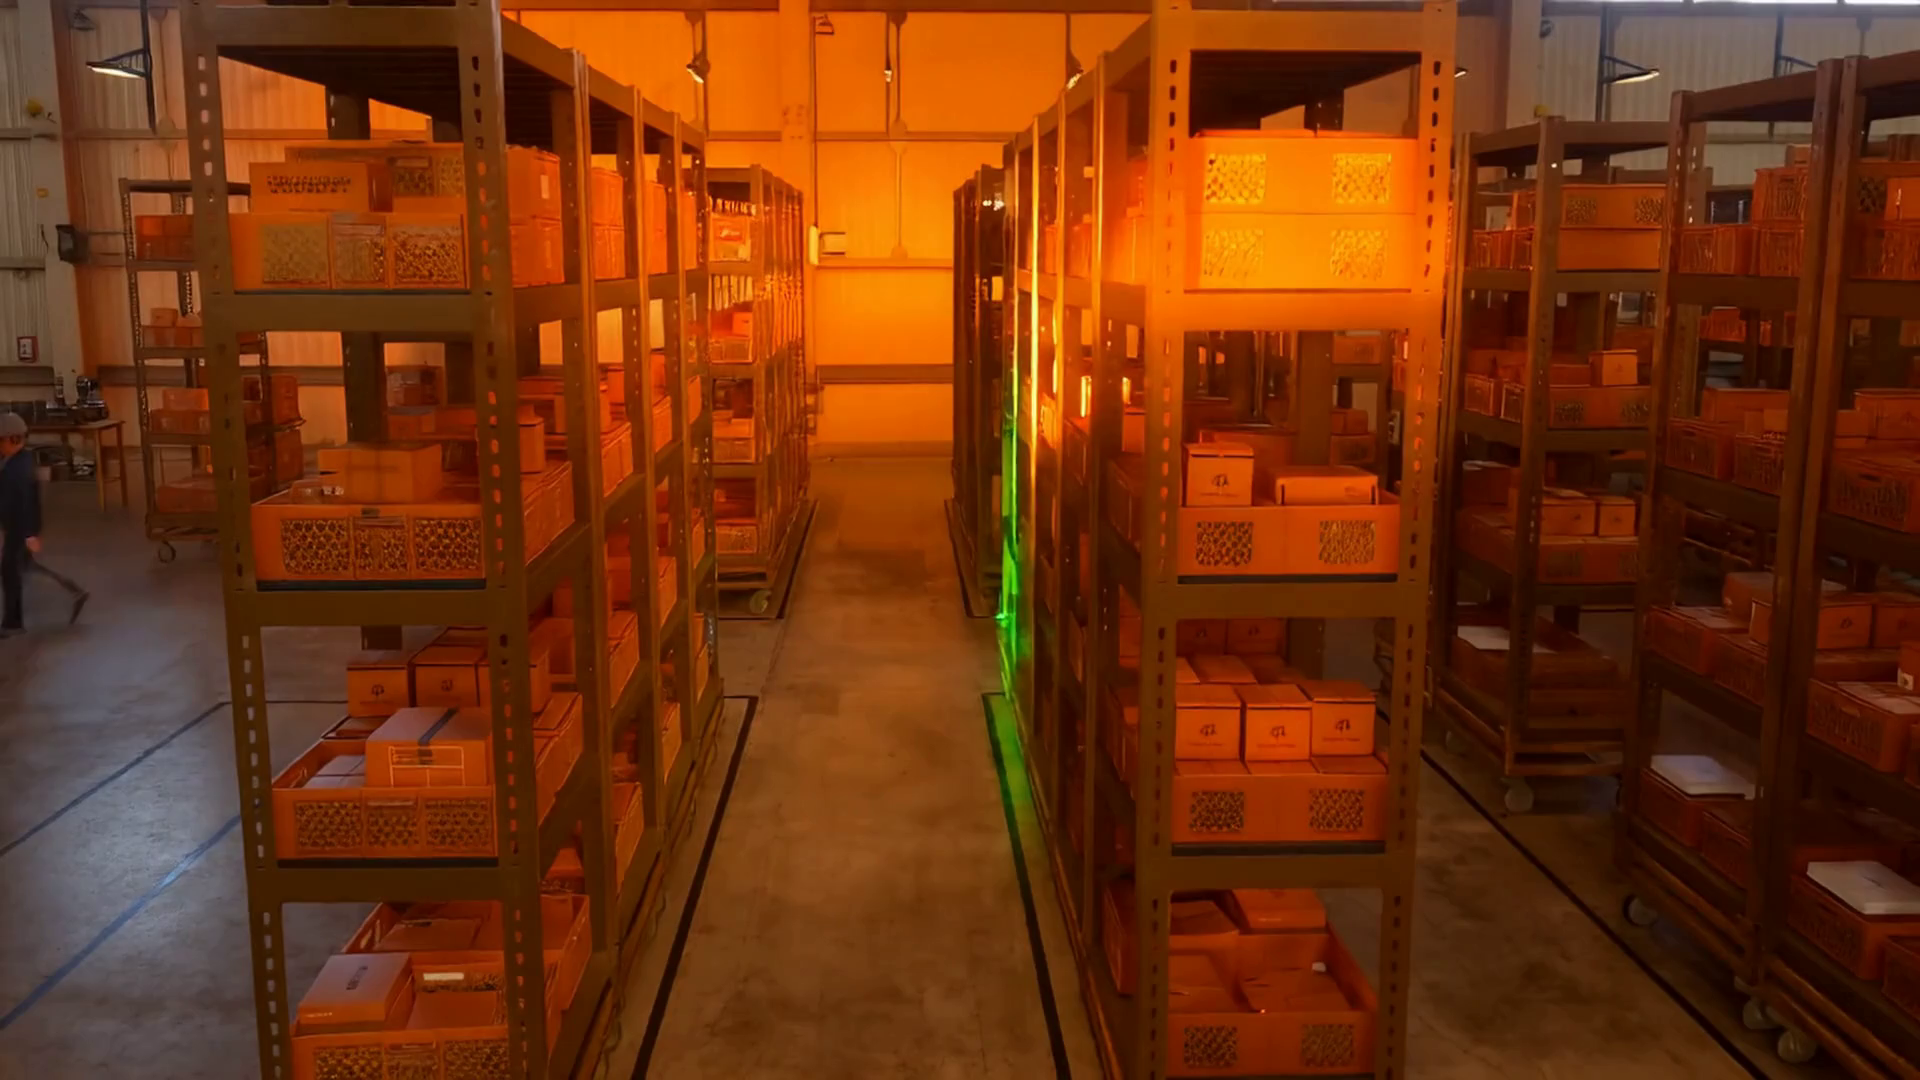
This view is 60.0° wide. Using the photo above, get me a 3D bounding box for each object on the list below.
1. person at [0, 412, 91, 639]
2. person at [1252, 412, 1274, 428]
[{"bbox_3d":[-7.165,-0.130,12.791,0.741,1.730,0.565,-7,12,-36],"label":"person"},{"bbox_3d":[2.372,-0.063,12.264,0.776,1.802,0.587,-4,11,-20],"label":"person"}]
